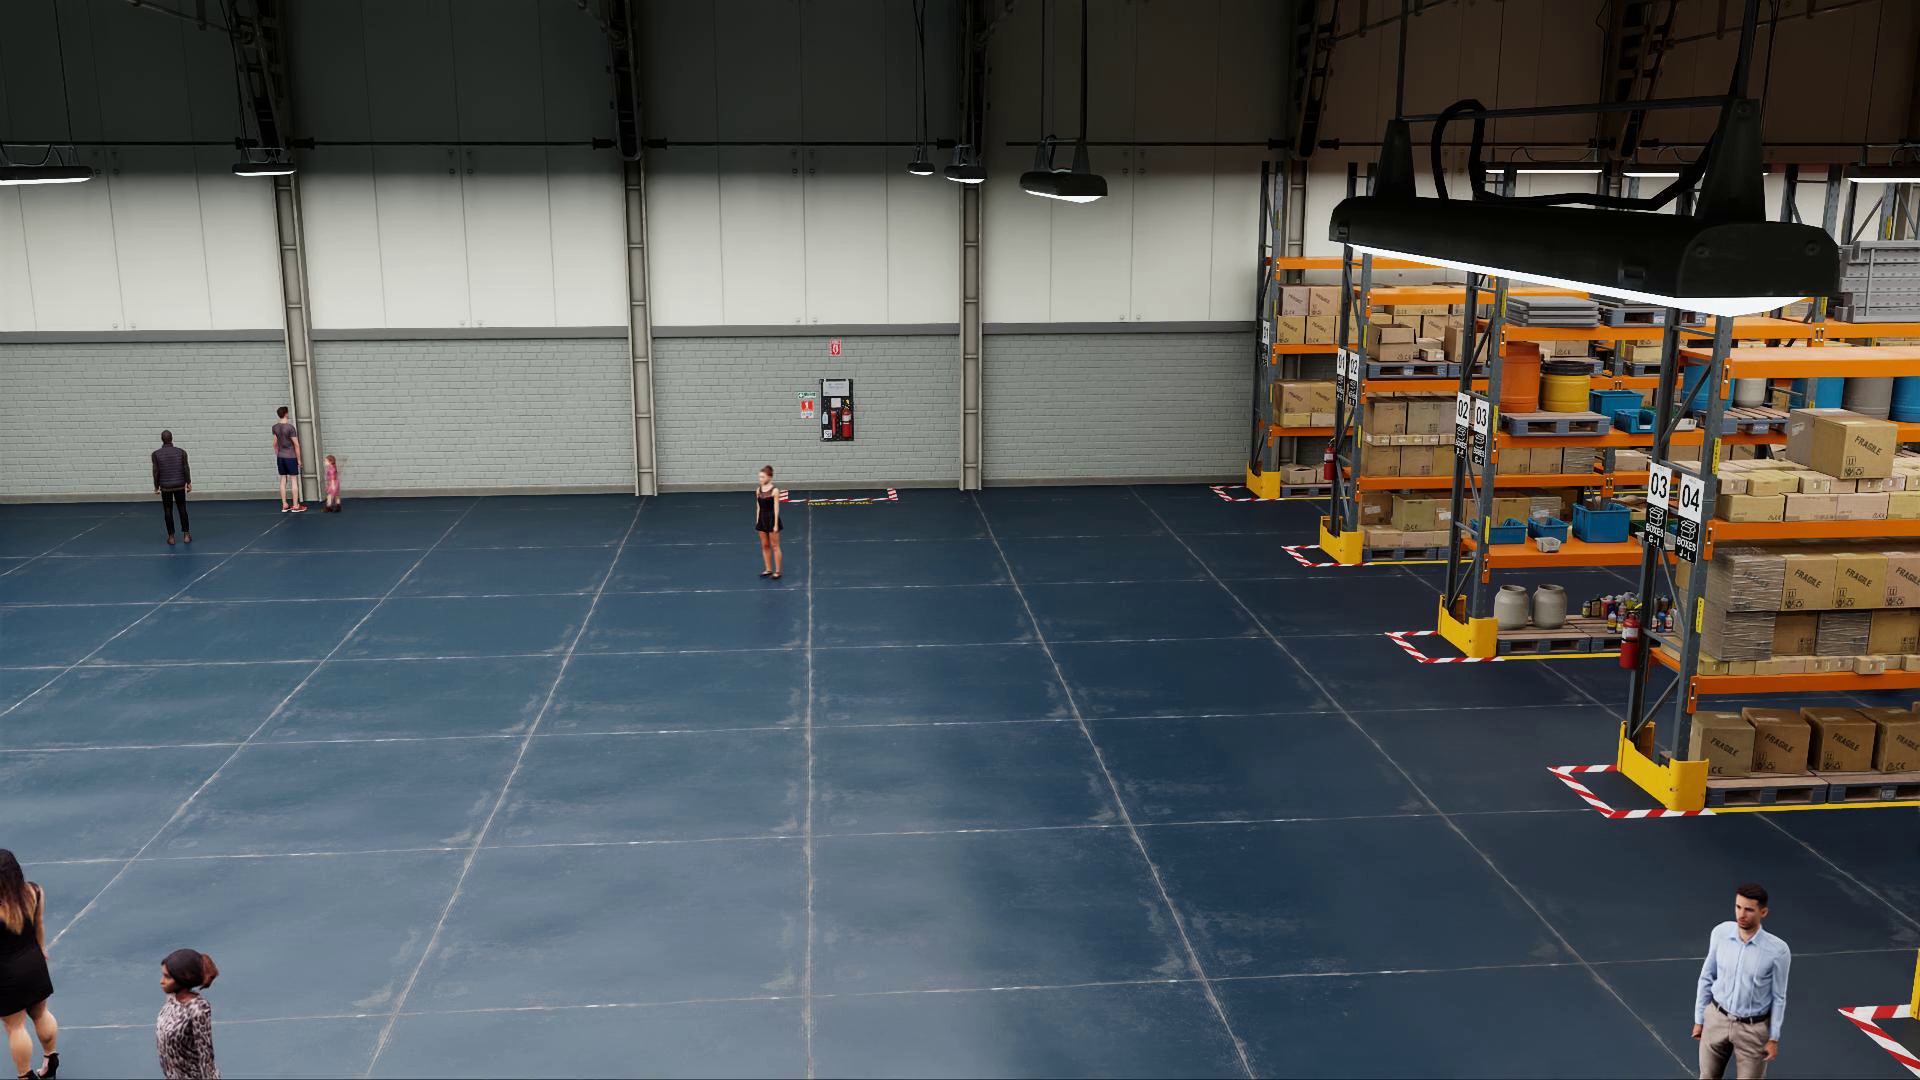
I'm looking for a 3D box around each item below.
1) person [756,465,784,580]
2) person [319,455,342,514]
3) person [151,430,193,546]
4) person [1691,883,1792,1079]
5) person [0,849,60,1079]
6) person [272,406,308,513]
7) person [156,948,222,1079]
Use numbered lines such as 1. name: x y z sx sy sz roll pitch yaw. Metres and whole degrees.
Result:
1. person: -2.803 -0.270 24.495 0.684 1.681 0.754 9 16 34
2. person: -10.908 -0.977 29.029 0.614 1.013 0.482 -3 13 -14
3. person: -12.649 -0.858 26.696 0.665 1.835 0.836 -7 15 -28
4. person: 4.757 2.964 10.167 0.752 1.846 0.808 11 17 40
5. person: -6.213 2.843 10.970 0.727 1.718 0.739 4 14 16
6. person: -11.755 -1.415 29.060 0.606 1.853 0.779 3 13 14
7. person: -4.420 3.163 9.599 0.680 1.714 0.740 11 17 39
